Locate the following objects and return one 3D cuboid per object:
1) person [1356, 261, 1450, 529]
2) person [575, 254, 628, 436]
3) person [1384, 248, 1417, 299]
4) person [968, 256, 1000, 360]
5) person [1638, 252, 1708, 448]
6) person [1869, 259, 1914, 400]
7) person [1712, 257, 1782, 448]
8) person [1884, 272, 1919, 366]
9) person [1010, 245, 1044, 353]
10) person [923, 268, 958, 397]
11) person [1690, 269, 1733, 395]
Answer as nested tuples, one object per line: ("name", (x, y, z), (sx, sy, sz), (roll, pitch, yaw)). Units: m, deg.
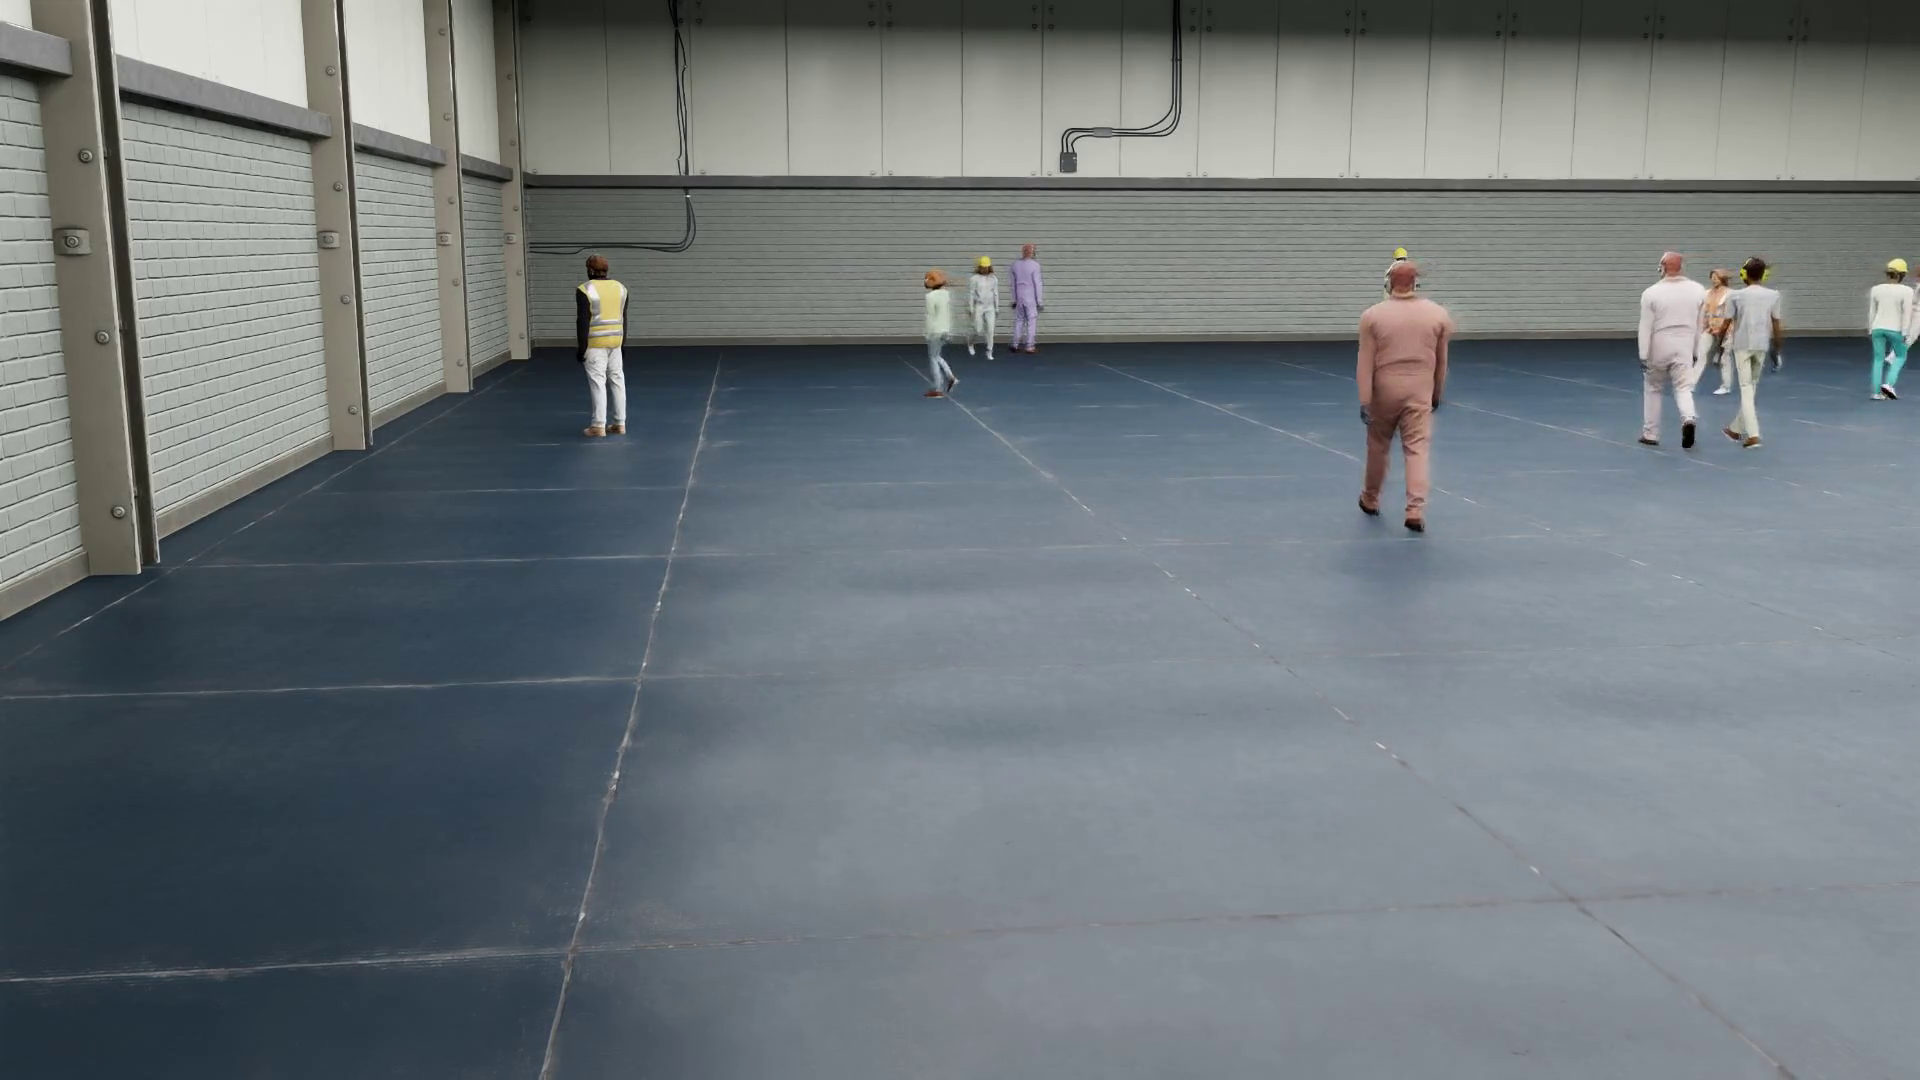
("person", (3.107, -1.031, 11.748), (0.645, 1.853, 1.013), (1, 10, 4))
("person", (-3.667, -1.978, 16.964), (0.430, 1.844, 0.623), (8, 13, 38))
("person", (7.432, -4.021, 28.183), (0.588, 1.835, 0.403), (-3, 11, -14))
("person", (0.372, -3.849, 27.555), (0.512, 1.719, 0.580), (-3, 11, -18))
("person", (6.822, -1.816, 15.959), (0.646, 1.883, 0.750), (0, 10, 3))
("person", (11.515, -2.596, 20.605), (0.378, 1.755, 0.525), (-8, 13, -37))
("person", (7.635, -1.815, 16.120), (0.550, 1.827, 0.962), (0, 10, 3))
("person", (14.712, -3.421, 25.505), (0.835, 1.603, 0.520), (5, 12, 26))
("person", (1.157, -4.174, 28.936), (0.467, 1.887, 0.728), (-9, 14, -41))
("person", (-0.292, -2.603, 20.954), (0.385, 1.621, 0.508), (6, 12, 29))
("person", (9.592, -2.646, 21.248), (0.807, 1.598, 0.545), (-4, 11, -22))
